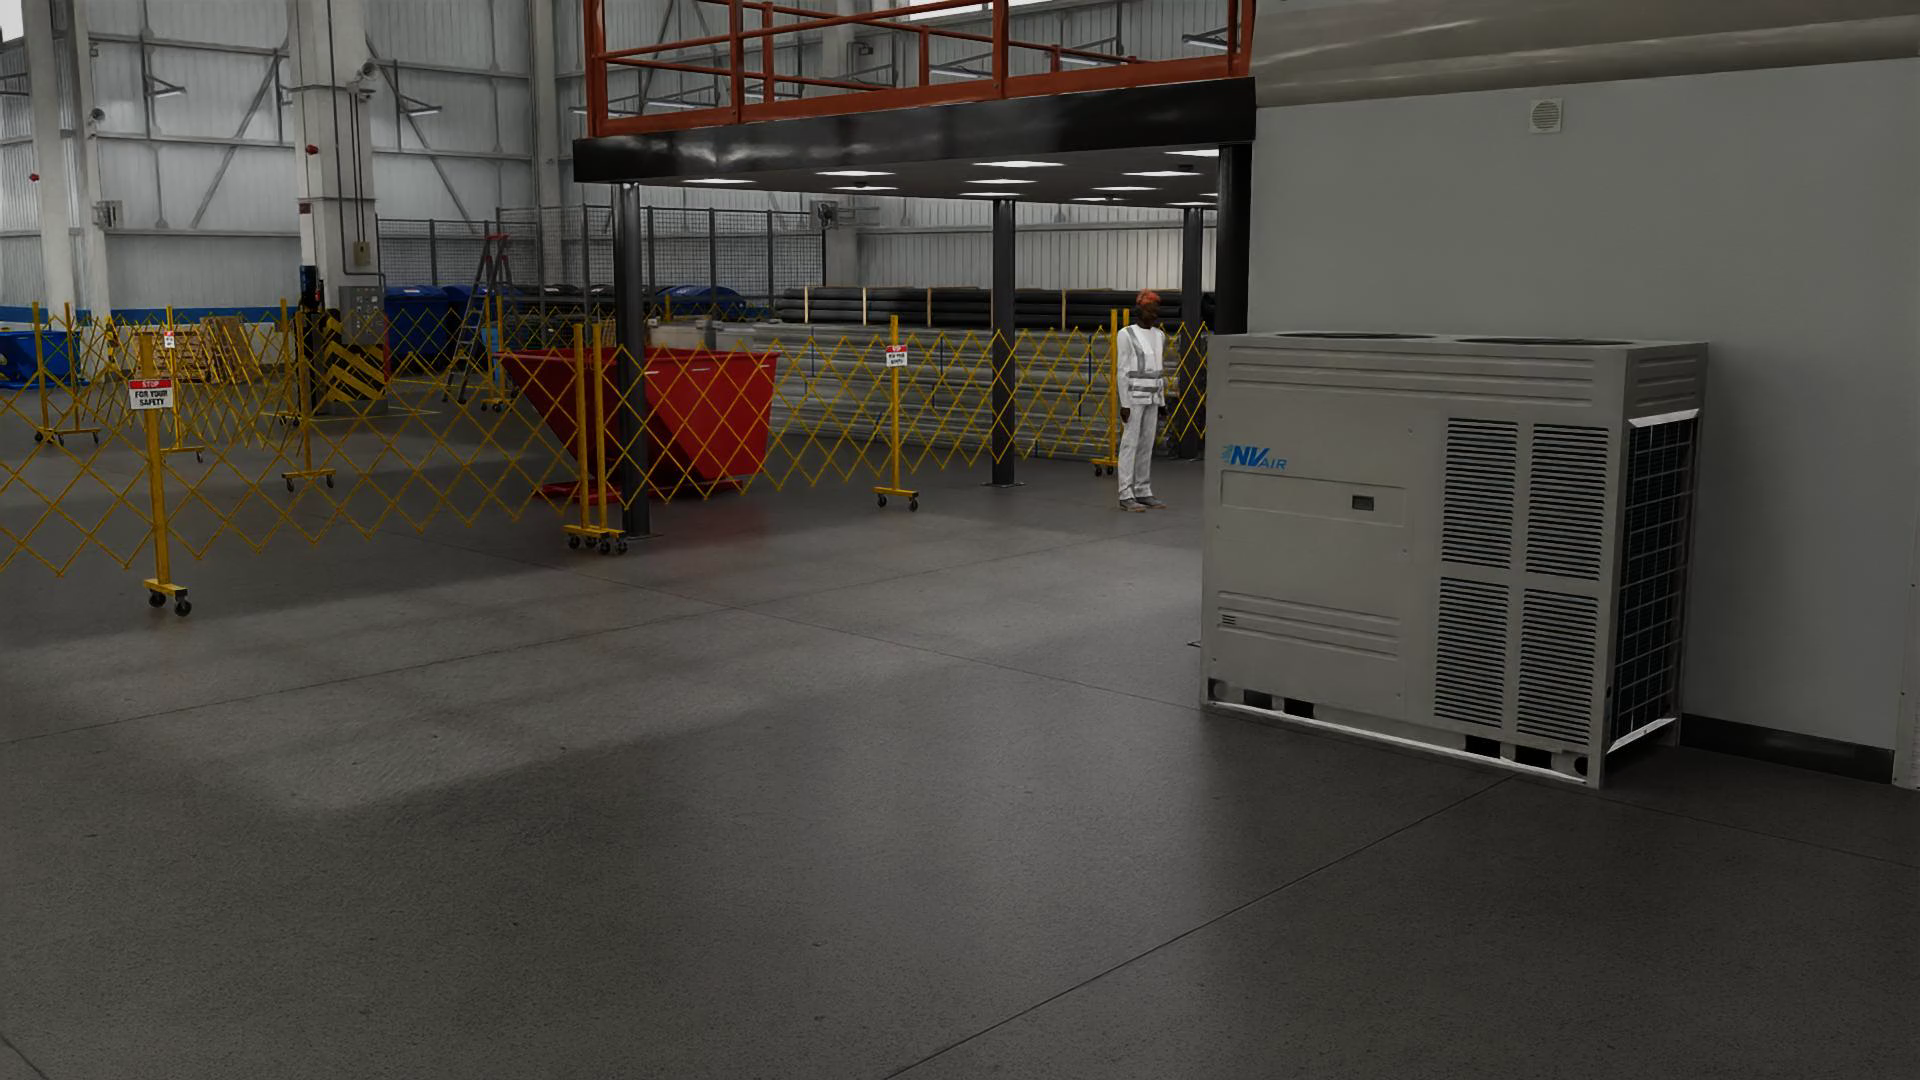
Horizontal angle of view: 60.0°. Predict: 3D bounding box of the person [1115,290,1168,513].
[{"bbox_3d":[1.564,-1.185,14.246,0.355,1.887,0.574,9,13,44],"label":"person"}]
